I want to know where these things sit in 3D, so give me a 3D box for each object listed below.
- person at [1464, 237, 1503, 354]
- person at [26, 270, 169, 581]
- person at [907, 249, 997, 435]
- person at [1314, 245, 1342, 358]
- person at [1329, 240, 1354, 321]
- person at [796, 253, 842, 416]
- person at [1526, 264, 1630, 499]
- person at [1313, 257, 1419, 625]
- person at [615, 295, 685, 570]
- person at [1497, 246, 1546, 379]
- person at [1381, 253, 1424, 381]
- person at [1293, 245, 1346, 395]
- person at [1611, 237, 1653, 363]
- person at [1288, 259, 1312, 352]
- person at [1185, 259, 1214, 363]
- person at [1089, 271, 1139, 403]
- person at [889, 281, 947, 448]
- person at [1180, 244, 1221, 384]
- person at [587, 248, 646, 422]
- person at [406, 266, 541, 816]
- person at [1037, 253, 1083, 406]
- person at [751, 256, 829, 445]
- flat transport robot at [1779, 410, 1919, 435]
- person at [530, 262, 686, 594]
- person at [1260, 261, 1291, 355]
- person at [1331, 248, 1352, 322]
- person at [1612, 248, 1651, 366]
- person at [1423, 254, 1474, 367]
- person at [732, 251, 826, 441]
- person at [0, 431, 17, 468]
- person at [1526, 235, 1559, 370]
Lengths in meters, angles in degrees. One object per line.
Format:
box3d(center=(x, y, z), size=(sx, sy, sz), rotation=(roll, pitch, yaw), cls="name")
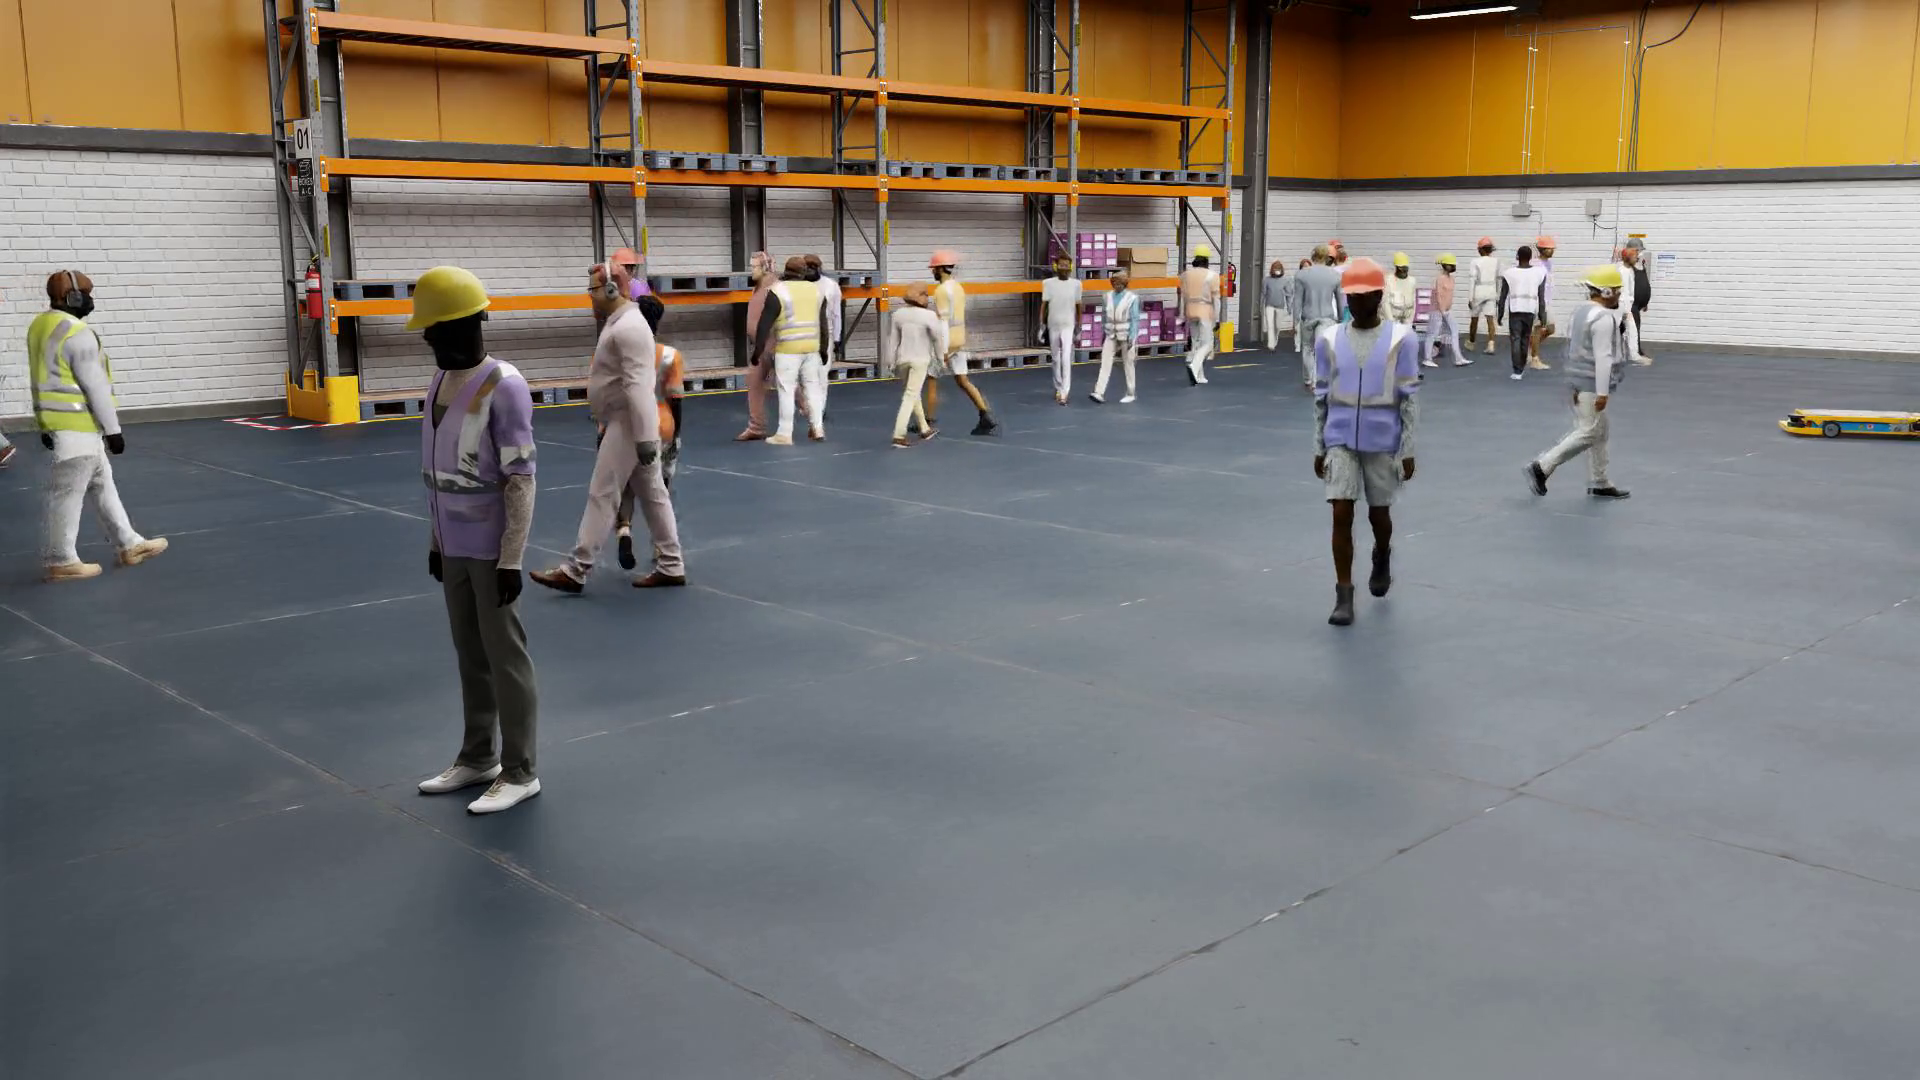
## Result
box3d(center=(8.980, -4.181, 28.510), size=(0.625, 1.994, 1.069), rotation=(-1, 10, -4), cls="person")
box3d(center=(-5.116, -0.689, 9.915), size=(0.654, 1.812, 0.847), rotation=(10, 14, 42), cls="person")
box3d(center=(-0.065, -1.999, 16.861), size=(0.971, 1.899, 0.558), rotation=(5, 11, 25), cls="person")
box3d(center=(5.052, -3.140, 23.109), size=(0.546, 1.871, 1.004), rotation=(0, 10, -1), cls="person")
box3d(center=(6.659, -4.286, 29.198), size=(0.663, 1.950, 0.732), rotation=(3, 11, 15), cls="person")
box3d(center=(-1.612, -2.235, 18.327), size=(0.636, 1.828, 0.430), rotation=(1, 10, 4), cls="person")
box3d(center=(4.761, -1.196, 12.697), size=(0.759, 1.814, 0.604), rotation=(1, 10, 6), cls="person")
box3d(center=(2.146, -0.537, 8.822), size=(0.553, 1.915, 0.746), rotation=(4, 11, 23), cls="person")
box3d(center=(-1.926, -0.645, 10.067), size=(0.527, 1.668, 0.720), rotation=(0, 10, -2), cls="person")
box3d(center=(7.974, -3.237, 23.664), size=(0.613, 1.873, 0.923), rotation=(1, 10, 6), cls="person")
box3d(center=(6.026, -3.032, 22.797), size=(0.585, 1.768, 0.971), rotation=(-2, 11, -12), cls="person")
box3d(center=(4.604, -2.823, 21.339), size=(0.658, 1.883, 1.012), rotation=(2, 11, 12), cls="person")
box3d(center=(10.706, -3.894, 26.780), size=(1.005, 2.000, 0.679), rotation=(10, 14, 43), cls="person")
box3d(center=(5.913, -4.029, 28.660), size=(0.552, 1.610, 0.635), rotation=(2, 11, 9), cls="person")
box3d(center=(3.868, -3.674, 26.618), size=(0.525, 1.659, 0.820), rotation=(5, 12, 26), cls="person")
box3d(center=(1.849, -2.407, 19.887), size=(0.564, 1.584, 0.870), rotation=(7, 13, 35), cls="person")
box3d(center=(-0.417, -1.695, 16.040), size=(0.505, 1.576, 0.896), rotation=(7, 12, 32), cls="person")
box3d(center=(3.218, -3.038, 22.473), size=(0.618, 1.915, 0.685), rotation=(7, 13, 35), cls="person")
box3d(center=(-3.580, -2.242, 18.216), size=(1.027, 1.887, 0.558), rotation=(-8, 13, -38), cls="person")
box3d(center=(-1.715, 0.004, 5.858), size=(0.381, 1.917, 0.585), rotation=(-10, 14, -44), cls="person")
box3d(center=(1.219, -2.566, 20.164), size=(0.529, 1.823, 1.006), rotation=(2, 11, 8), cls="person")
box3d(center=(-1.616, -1.821, 16.102), size=(0.790, 1.827, 0.487), rotation=(-8, 13, -38), cls="person")
box3d(center=(9.131, -1.185, 16.836), size=(1.431, 0.197, 0.652), rotation=(3, 11, 18), cls="flat transport robot")
box3d(center=(-2.014, -0.620, 9.405), size=(0.940, 1.861, 0.660), rotation=(-2, 11, -9), cls="person")
box3d(center=(5.400, -3.976, 28.501), size=(0.513, 1.583, 0.865), rotation=(0, 10, 1), cls="person")
box3d(center=(6.051, -3.722, 26.436), size=(0.560, 1.818, 0.714), rotation=(-2, 11, -10), cls="person")
box3d(center=(10.231, -3.614, 25.840), size=(0.963, 1.839, 0.591), rotation=(5, 11, 24), cls="person")
box3d(center=(7.487, -3.487, 25.397), size=(0.856, 1.729, 0.554), rotation=(10, 14, 42), cls="person")
box3d(center=(-1.805, -1.912, 16.446), size=(0.874, 1.876, 0.662), rotation=(-6, 12, -30), cls="person")
box3d(center=(-8.471, -1.399, 14.329), size=(0.342, 1.622, 0.505), rotation=(-4, 11, -21), cls="person")
box3d(center=(8.720, -3.562, 25.003), size=(0.624, 2.025, 0.482), rotation=(-9, 13, -39), cls="person")
